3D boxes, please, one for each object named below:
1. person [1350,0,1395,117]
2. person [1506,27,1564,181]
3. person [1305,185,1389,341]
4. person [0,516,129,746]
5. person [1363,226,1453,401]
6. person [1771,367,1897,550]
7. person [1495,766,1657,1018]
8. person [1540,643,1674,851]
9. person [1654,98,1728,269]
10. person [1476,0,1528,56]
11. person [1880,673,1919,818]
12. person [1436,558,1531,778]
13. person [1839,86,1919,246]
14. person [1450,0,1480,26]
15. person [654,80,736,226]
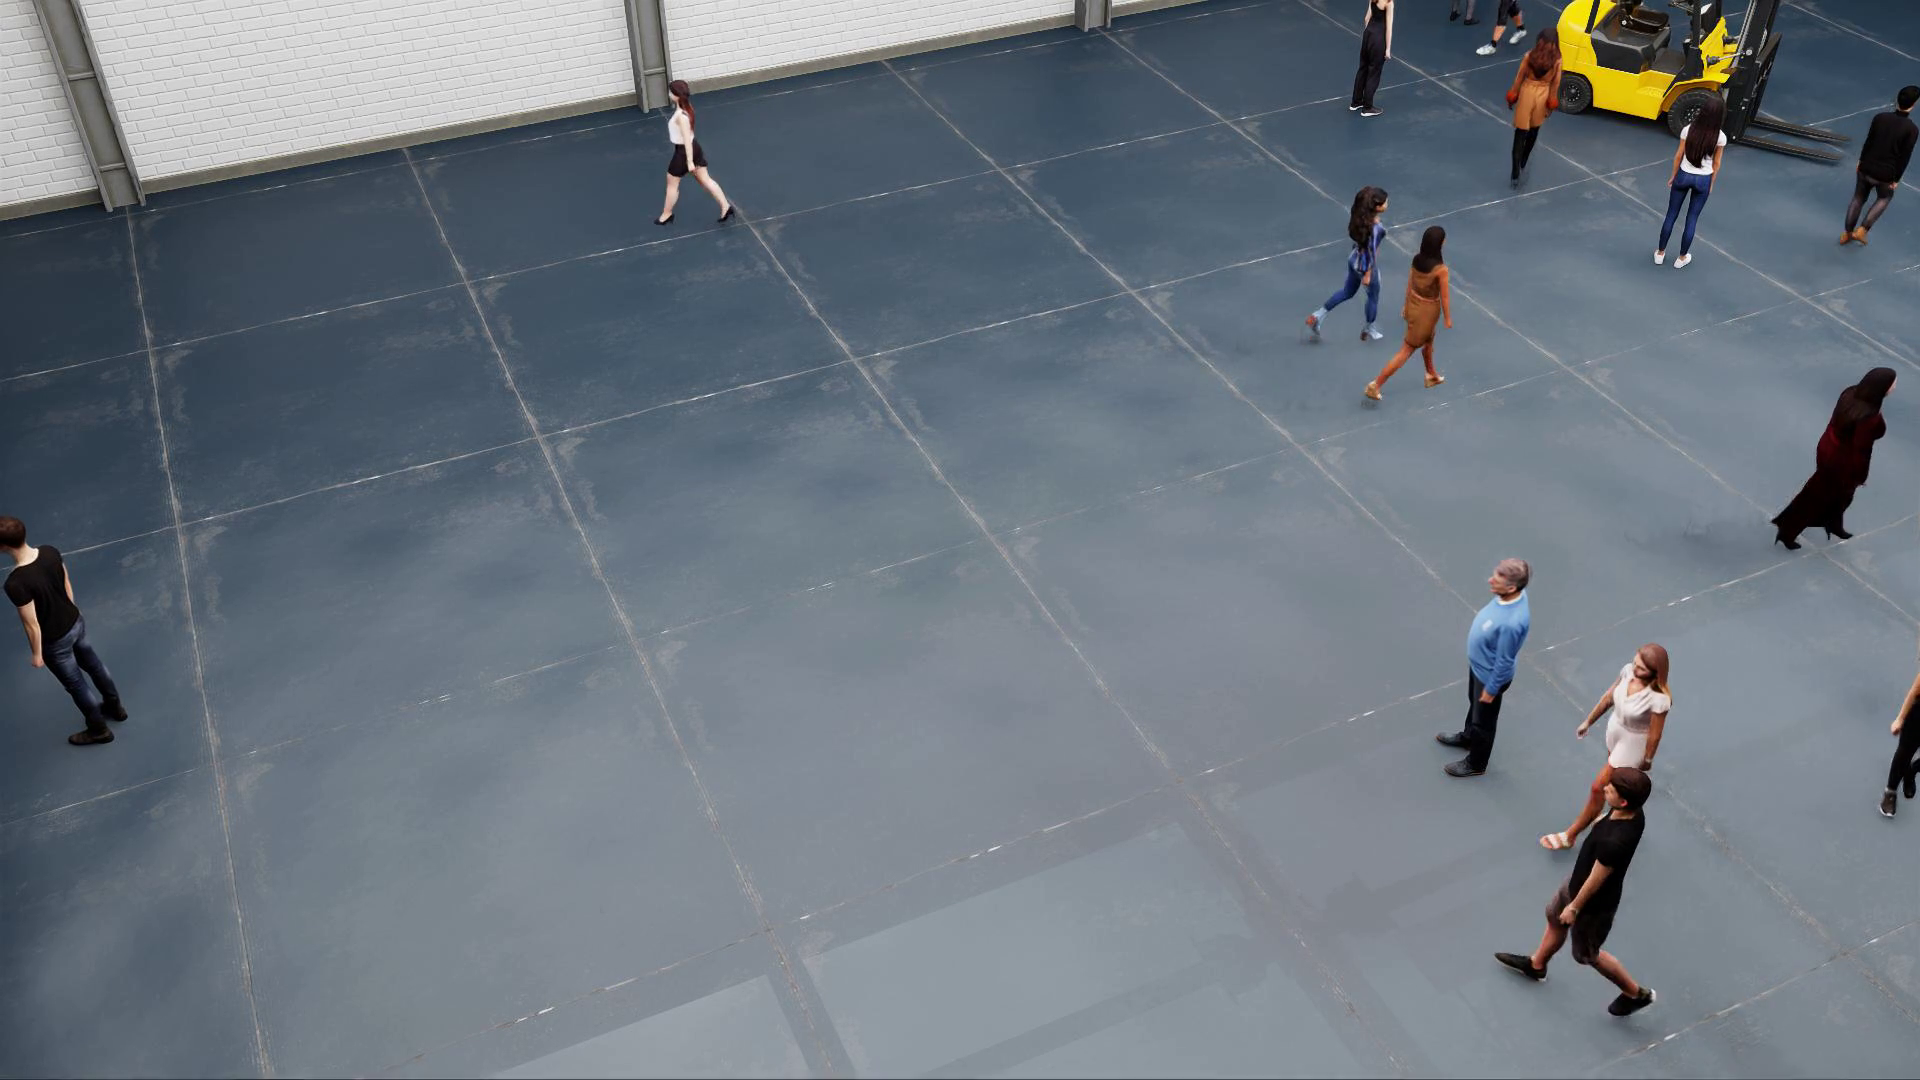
[{"bbox_3d":[4.853,-5.856,19.480,0.505,1.746,0.594,-18,42,-21],"label":"person"},{"bbox_3d":[6.218,-4.710,18.080,1.075,1.703,1.116,10,40,12],"label":"person"},{"bbox_3d":[3.665,-2.532,15.440,1.077,1.593,0.825,-4,39,-5],"label":"person"},{"bbox_3d":[-6.106,0.606,11.270,0.769,1.894,0.763,5,39,6],"label":"person"},{"bbox_3d":[3.990,-1.928,14.647,1.118,1.639,0.605,-13,41,-16],"label":"person"},{"bbox_3d":[6.731,-0.615,12.928,1.070,1.733,0.968,6,39,7],"label":"person"},{"bbox_3d":[3.715,2.048,9.508,1.181,1.840,1.159,15,41,18],"label":"person"},{"bbox_3d":[4.334,1.278,10.618,1.036,1.658,0.736,-6,39,-8],"label":"person"},{"bbox_3d":[7.295,-3.554,16.574,0.666,1.775,0.685,21,43,24],"label":"person"},{"bbox_3d":[7.038,-7.097,20.986,1.229,1.805,0.795,-24,44,-27],"label":"person"},{"bbox_3d":[6.337,1.111,10.848,0.745,1.632,0.805,15,41,17],"label":"person"},{"bbox_3d":[3.540,0.828,11.059,0.756,1.810,0.745,5,39,6],"label":"person"},{"bbox_3d":[9.304,-3.762,16.885,0.703,1.711,0.726,-29,47,-31],"label":"person"},{"bbox_3d":[6.689,-7.638,21.683,0.587,1.781,0.634,-28,46,-30],"label":"person"},{"bbox_3d":[-2.734,-3.960,17.219,1.161,1.604,0.868,-1,39,-2],"label":"person"}]
